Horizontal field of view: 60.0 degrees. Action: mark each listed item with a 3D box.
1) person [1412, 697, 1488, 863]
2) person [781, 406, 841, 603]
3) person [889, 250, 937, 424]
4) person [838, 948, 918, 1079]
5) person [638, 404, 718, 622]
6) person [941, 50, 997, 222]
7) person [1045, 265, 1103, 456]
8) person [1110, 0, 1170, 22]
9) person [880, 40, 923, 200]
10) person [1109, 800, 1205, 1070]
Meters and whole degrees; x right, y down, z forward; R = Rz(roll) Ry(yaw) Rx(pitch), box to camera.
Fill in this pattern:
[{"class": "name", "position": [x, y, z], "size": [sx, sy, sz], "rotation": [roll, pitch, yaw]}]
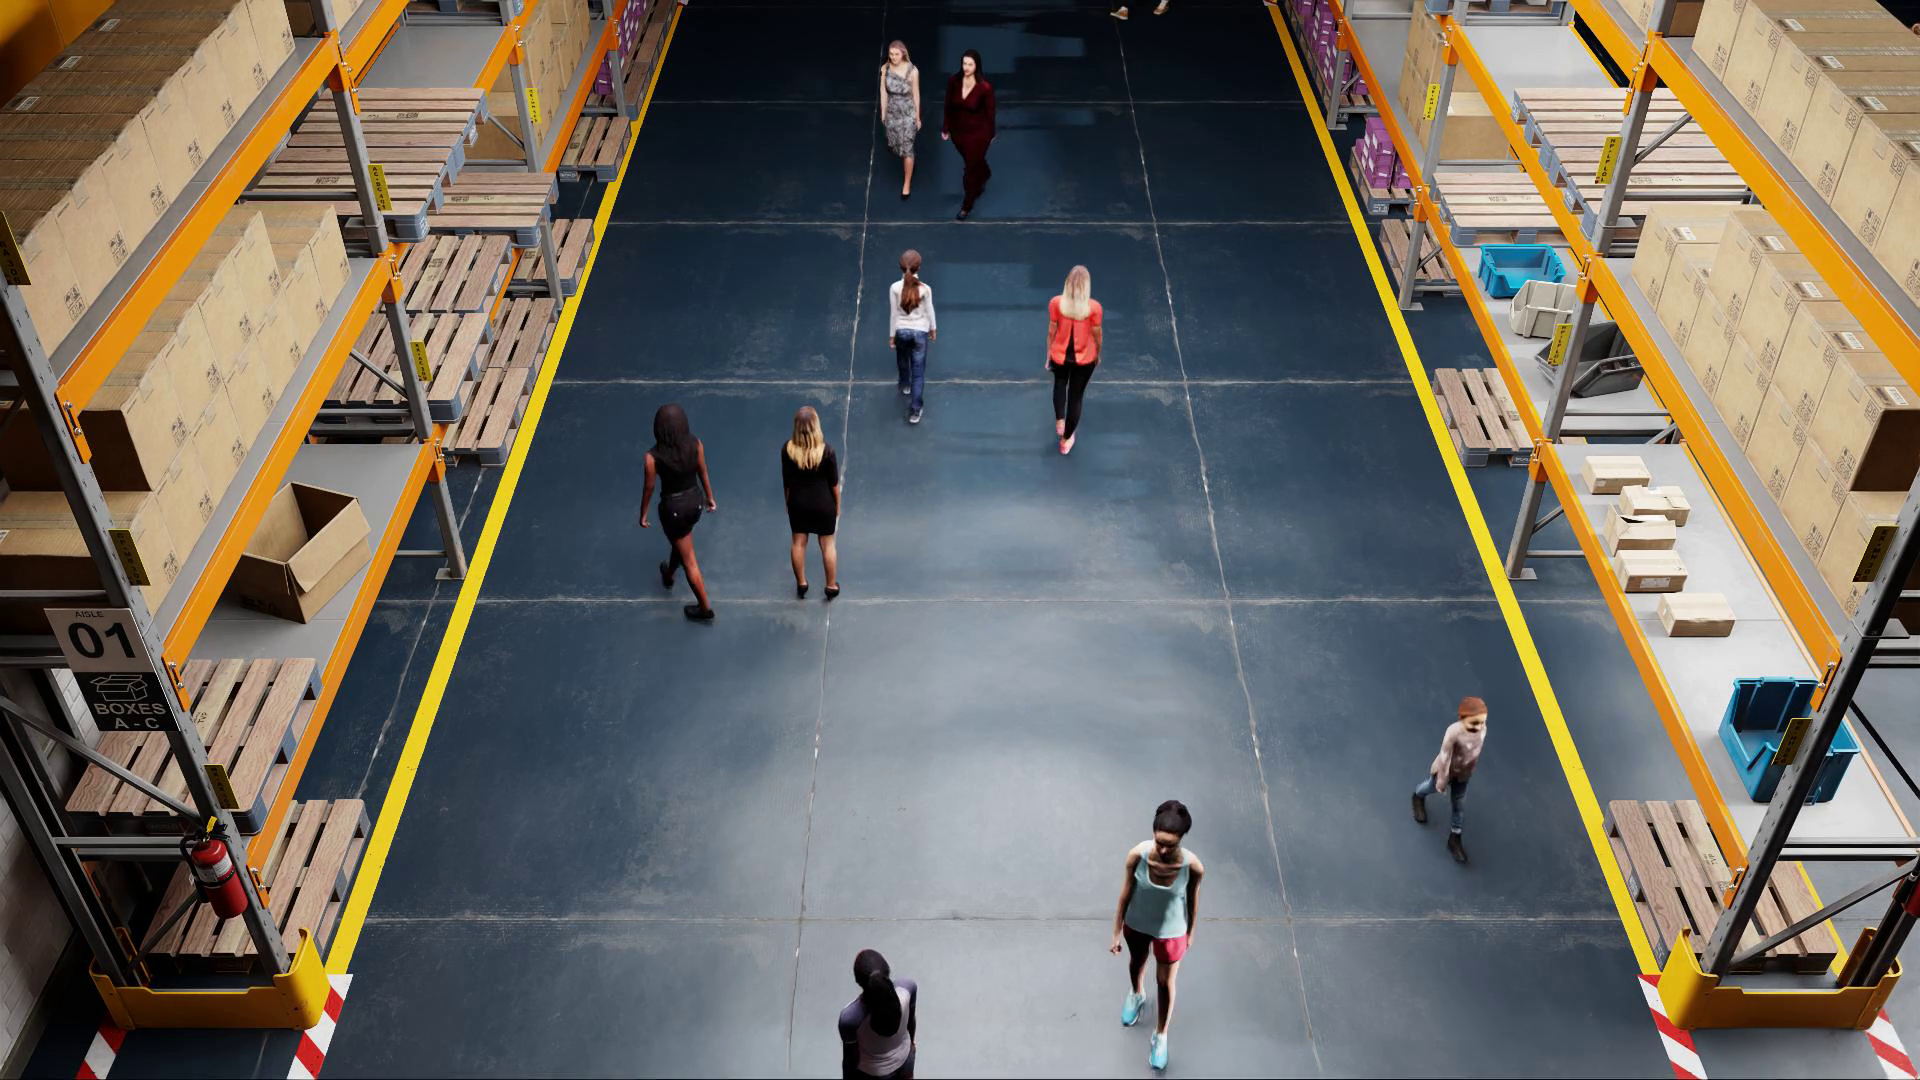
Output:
[{"class": "person", "position": [3.064, 1.398, 10.430], "size": [0.601, 1.172, 0.871], "rotation": [-8, 39, -10]}, {"class": "person", "position": [-1.083, -0.248, 12.088], "size": [0.567, 1.675, 0.498], "rotation": [4, 39, 4]}, {"class": "person", "position": [-0.423, -1.679, 13.996], "size": [0.606, 1.531, 0.927], "rotation": [4, 39, 5]}, {"class": "person", "position": [-0.401, 2.656, 8.414], "size": [0.685, 1.722, 0.715], "rotation": [-25, 45, -28]}, {"class": "person", "position": [-1.938, -0.157, 11.959], "size": [1.054, 1.694, 1.135], "rotation": [-31, 48, -33]}, {"class": "person", "position": [0.146, -4.195, 17.006], "size": [1.035, 1.705, 1.225], "rotation": [21, 43, 24]}, {"class": "person", "position": [0.901, -1.421, 13.558], "size": [0.680, 1.674, 0.754], "rotation": [9, 39, 11]}, {"class": "person", "position": [2.486, -7.515, 21.056], "size": [1.170, 1.840, 1.241], "rotation": [31, 48, 33]}, {"class": "person", "position": [-0.569, -4.435, 17.326], "size": [0.742, 1.681, 0.898], "rotation": [9, 39, 11]}, {"class": "person", "position": [1.072, 2.063, 9.124], "size": [0.710, 1.763, 0.841], "rotation": [10, 40, 12]}]
